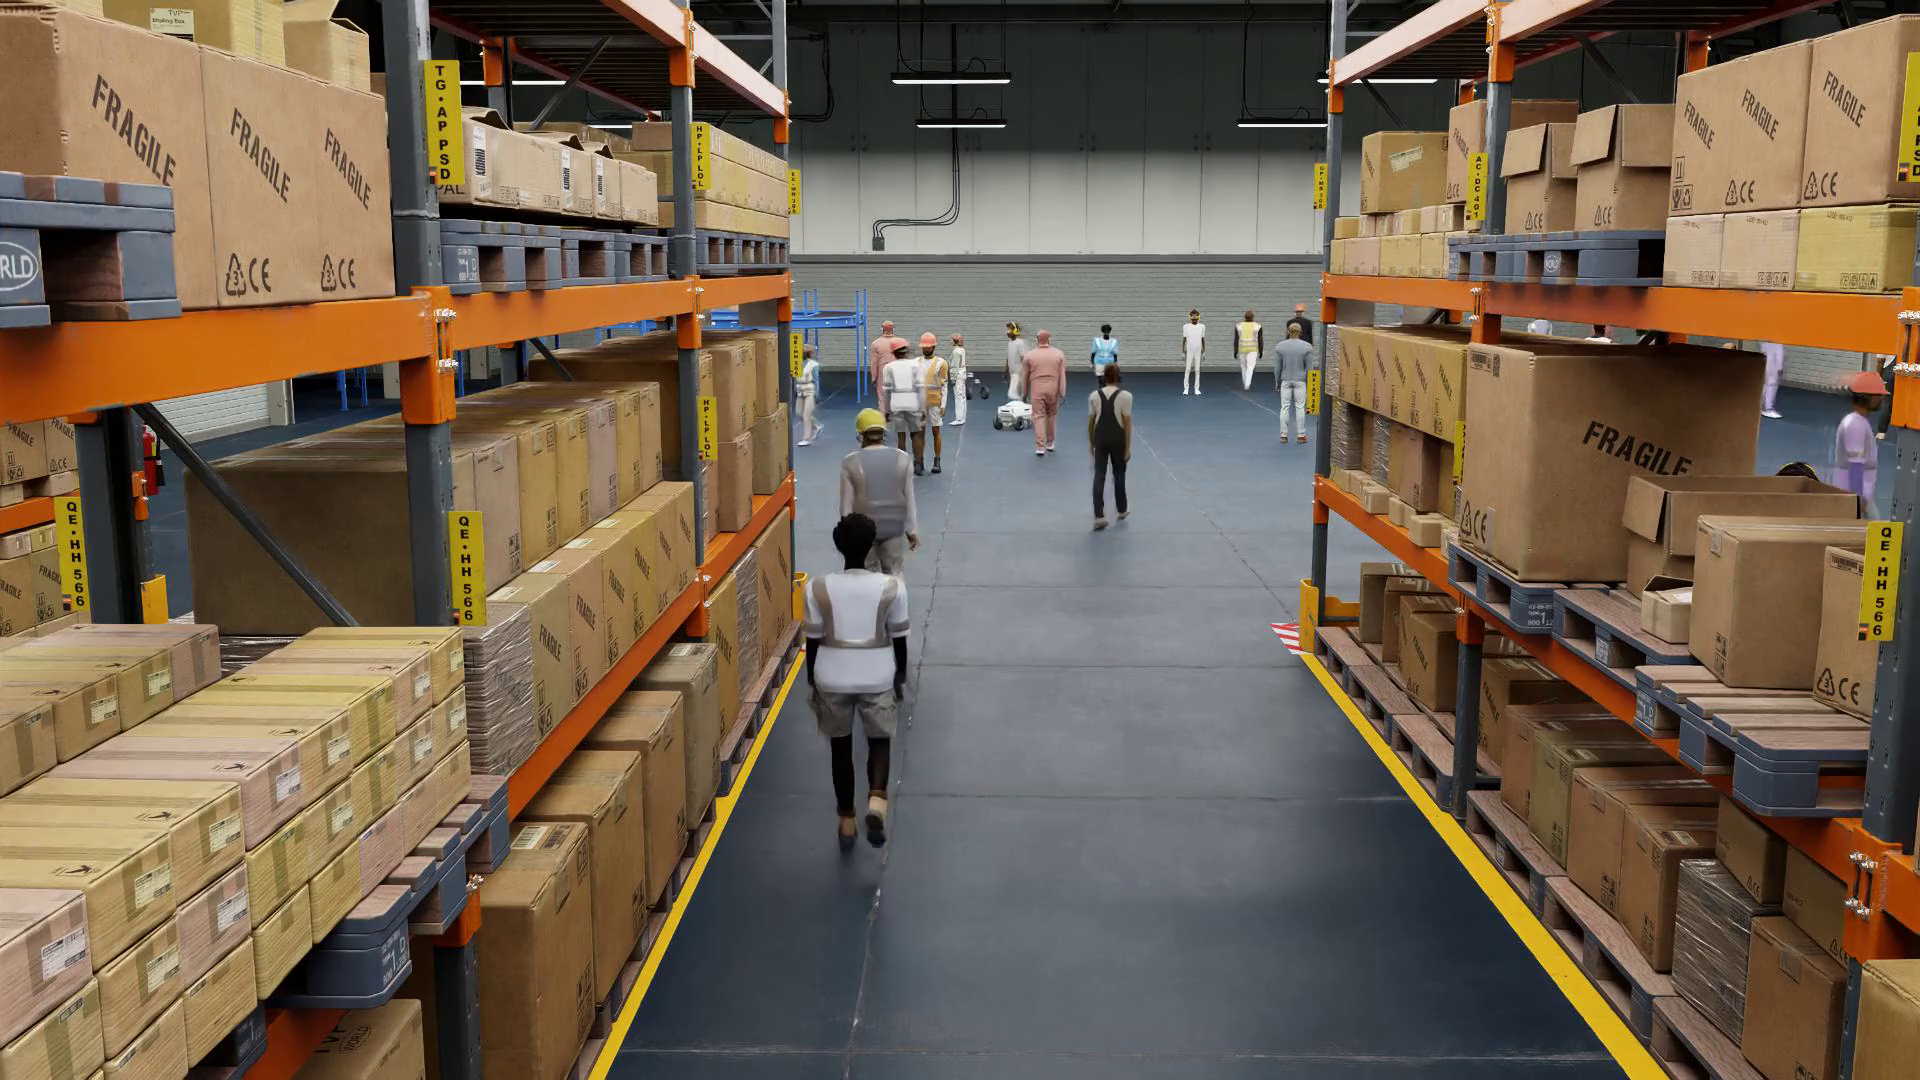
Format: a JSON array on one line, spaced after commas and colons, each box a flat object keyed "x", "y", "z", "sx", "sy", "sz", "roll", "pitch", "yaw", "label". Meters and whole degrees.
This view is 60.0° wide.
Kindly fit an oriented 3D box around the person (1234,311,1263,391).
[{"x": 6.584, "y": -4.319, "z": 37.949, "sx": 0.637, "sy": 1.798, "sz": 0.972, "roll": 3, "pitch": 10, "yaw": 18, "label": "person"}]

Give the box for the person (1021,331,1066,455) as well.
[{"x": 1.259, "y": -2.250, "z": 25.358, "sx": 0.657, "sy": 1.858, "sz": 0.953, "roll": -1, "pitch": 9, "yaw": -3, "label": "person"}]

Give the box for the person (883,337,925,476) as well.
[{"x": -0.764, "y": -1.790, "z": 22.510, "sx": 0.579, "sy": 1.889, "sz": 0.556, "roll": 0, "pitch": 9, "yaw": 2, "label": "person"}]

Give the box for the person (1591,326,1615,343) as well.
[{"x": 15.476, "y": -4.645, "z": 40.033, "sx": 0.549, "sy": 1.742, "sz": 0.682, "roll": 6, "pitch": 11, "yaw": 33, "label": "person"}]

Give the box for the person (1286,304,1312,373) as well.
[{"x": 7.854, "y": -4.489, "z": 38.539, "sx": 0.609, "sy": 1.954, "sz": 1.016, "roll": 2, "pitch": 10, "yaw": 10, "label": "person"}]

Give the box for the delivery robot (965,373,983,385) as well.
[{"x": 0.236, "y": -3.462, "z": 35.583, "sx": 0.335, "sy": 0.223, "sz": 0.698, "roll": -6, "pitch": 11, "yaw": -32, "label": "delivery robot"}]

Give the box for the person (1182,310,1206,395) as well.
[{"x": 5.148, "y": -4.129, "z": 36.605, "sx": 0.535, "sy": 1.863, "sz": 0.309, "roll": 0, "pitch": 9, "yaw": 0, "label": "person"}]

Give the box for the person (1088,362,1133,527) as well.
[{"x": 1.673, "y": -1.070, "z": 18.481, "sx": 0.530, "sy": 1.792, "sz": 0.964, "roll": 4, "pitch": 10, "yaw": 20, "label": "person"}]

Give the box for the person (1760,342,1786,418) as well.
[{"x": 15.254, "y": -3.240, "z": 31.253, "sx": 0.443, "sy": 1.884, "sz": 0.696, "roll": 1, "pitch": 10, "yaw": 5, "label": "person"}]

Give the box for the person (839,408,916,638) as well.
[{"x": -0.619, "y": -0.085, "z": 12.539, "sx": 0.602, "sy": 1.810, "sz": 0.526, "roll": -3, "pitch": 10, "yaw": -17, "label": "person"}]

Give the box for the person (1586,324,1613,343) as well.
[{"x": 11.017, "y": -2.854, "z": 28.807, "sx": 0.391, "sy": 1.920, "sz": 0.593, "roll": -8, "pitch": 12, "yaw": -39, "label": "person"}]

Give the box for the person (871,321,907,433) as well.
[{"x": -1.221, "y": -2.782, "z": 28.408, "sx": 0.639, "sy": 1.911, "sz": 0.406, "roll": -2, "pitch": 10, "yaw": -14, "label": "person"}]

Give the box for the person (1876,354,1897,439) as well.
[{"x": 15.438, "y": -2.657, "z": 27.387, "sx": 0.679, "sy": 2.000, "sz": 0.537, "roll": 4, "pitch": 10, "yaw": 23, "label": "person"}]

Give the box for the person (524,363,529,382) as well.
[{"x": -4.415, "y": -0.882, "z": 17.121, "sx": 0.927, "sy": 1.864, "sz": 0.681, "roll": 4, "pitch": 10, "yaw": 24, "label": "person"}]

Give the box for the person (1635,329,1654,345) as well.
[{"x": 12.598, "y": -3.179, "z": 30.878, "sx": 0.983, "sy": 1.873, "sz": 0.611, "roll": 8, "pitch": 12, "yaw": 39, "label": "person"}]

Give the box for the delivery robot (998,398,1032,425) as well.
[{"x": 0.969, "y": -2.251, "z": 29.116, "sx": 0.477, "sy": 0.478, "sz": 0.707, "roll": 6, "pitch": 11, "yaw": 32, "label": "delivery robot"}]

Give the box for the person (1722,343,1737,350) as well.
[{"x": 12.101, "y": -2.297, "z": 26.318, "sx": 0.497, "sy": 1.634, "sz": 0.278, "roll": -6, "pitch": 11, "yaw": -32, "label": "person"}]

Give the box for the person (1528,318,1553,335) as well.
[{"x": 13.728, "y": -4.584, "z": 39.452, "sx": 0.586, "sy": 1.824, "sz": 0.403, "roll": 1, "pitch": 10, "yaw": 5, "label": "person"}]

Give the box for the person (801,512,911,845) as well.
[{"x": -0.510, "y": 0.709, "z": 8.180, "sx": 0.537, "sy": 1.682, "sz": 0.541, "roll": -1, "pitch": 10, "yaw": -5, "label": "person"}]

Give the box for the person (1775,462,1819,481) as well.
[{"x": 4.368, "y": 0.511, "z": 8.817, "sx": 0.539, "sy": 1.863, "sz": 0.313, "roll": 1, "pitch": 10, "yaw": 4, "label": "person"}]

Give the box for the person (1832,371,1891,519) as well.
[{"x": 7.497, "y": -0.431, "z": 14.095, "sx": 1.037, "sy": 2.008, "sz": 0.621, "roll": 6, "pitch": 11, "yaw": 34, "label": "person"}]

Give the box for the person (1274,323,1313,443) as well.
[{"x": 5.386, "y": -2.537, "z": 26.863, "sx": 0.627, "sy": 1.934, "sz": 0.372, "roll": 4, "pitch": 10, "yaw": 21, "label": "person"}]

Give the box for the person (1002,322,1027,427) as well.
[{"x": 0.946, "y": -2.933, "z": 29.497, "sx": 0.383, "sy": 1.853, "sz": 0.537, "roll": -4, "pitch": 10, "yaw": -20, "label": "person"}]

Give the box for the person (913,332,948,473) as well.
[{"x": -0.442, "y": -1.905, "z": 23.064, "sx": 0.542, "sy": 1.939, "sz": 0.356, "roll": 3, "pitch": 10, "yaw": 17, "label": "person"}]

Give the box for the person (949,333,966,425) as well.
[{"x": -0.036, "y": -2.878, "z": 29.777, "sx": 0.311, "sy": 1.642, "sz": 0.512, "roll": 2, "pitch": 10, "yaw": 14, "label": "person"}]

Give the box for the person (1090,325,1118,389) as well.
[{"x": 2.968, "y": -3.617, "z": 34.187, "sx": 0.555, "sy": 1.637, "sz": 0.911, "roll": -1, "pitch": 10, "yaw": -5, "label": "person"}]

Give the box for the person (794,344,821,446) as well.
[{"x": -2.406, "y": -2.313, "z": 26.464, "sx": 0.520, "sy": 1.621, "sz": 0.492, "roll": 8, "pitch": 12, "yaw": 38, "label": "person"}]
